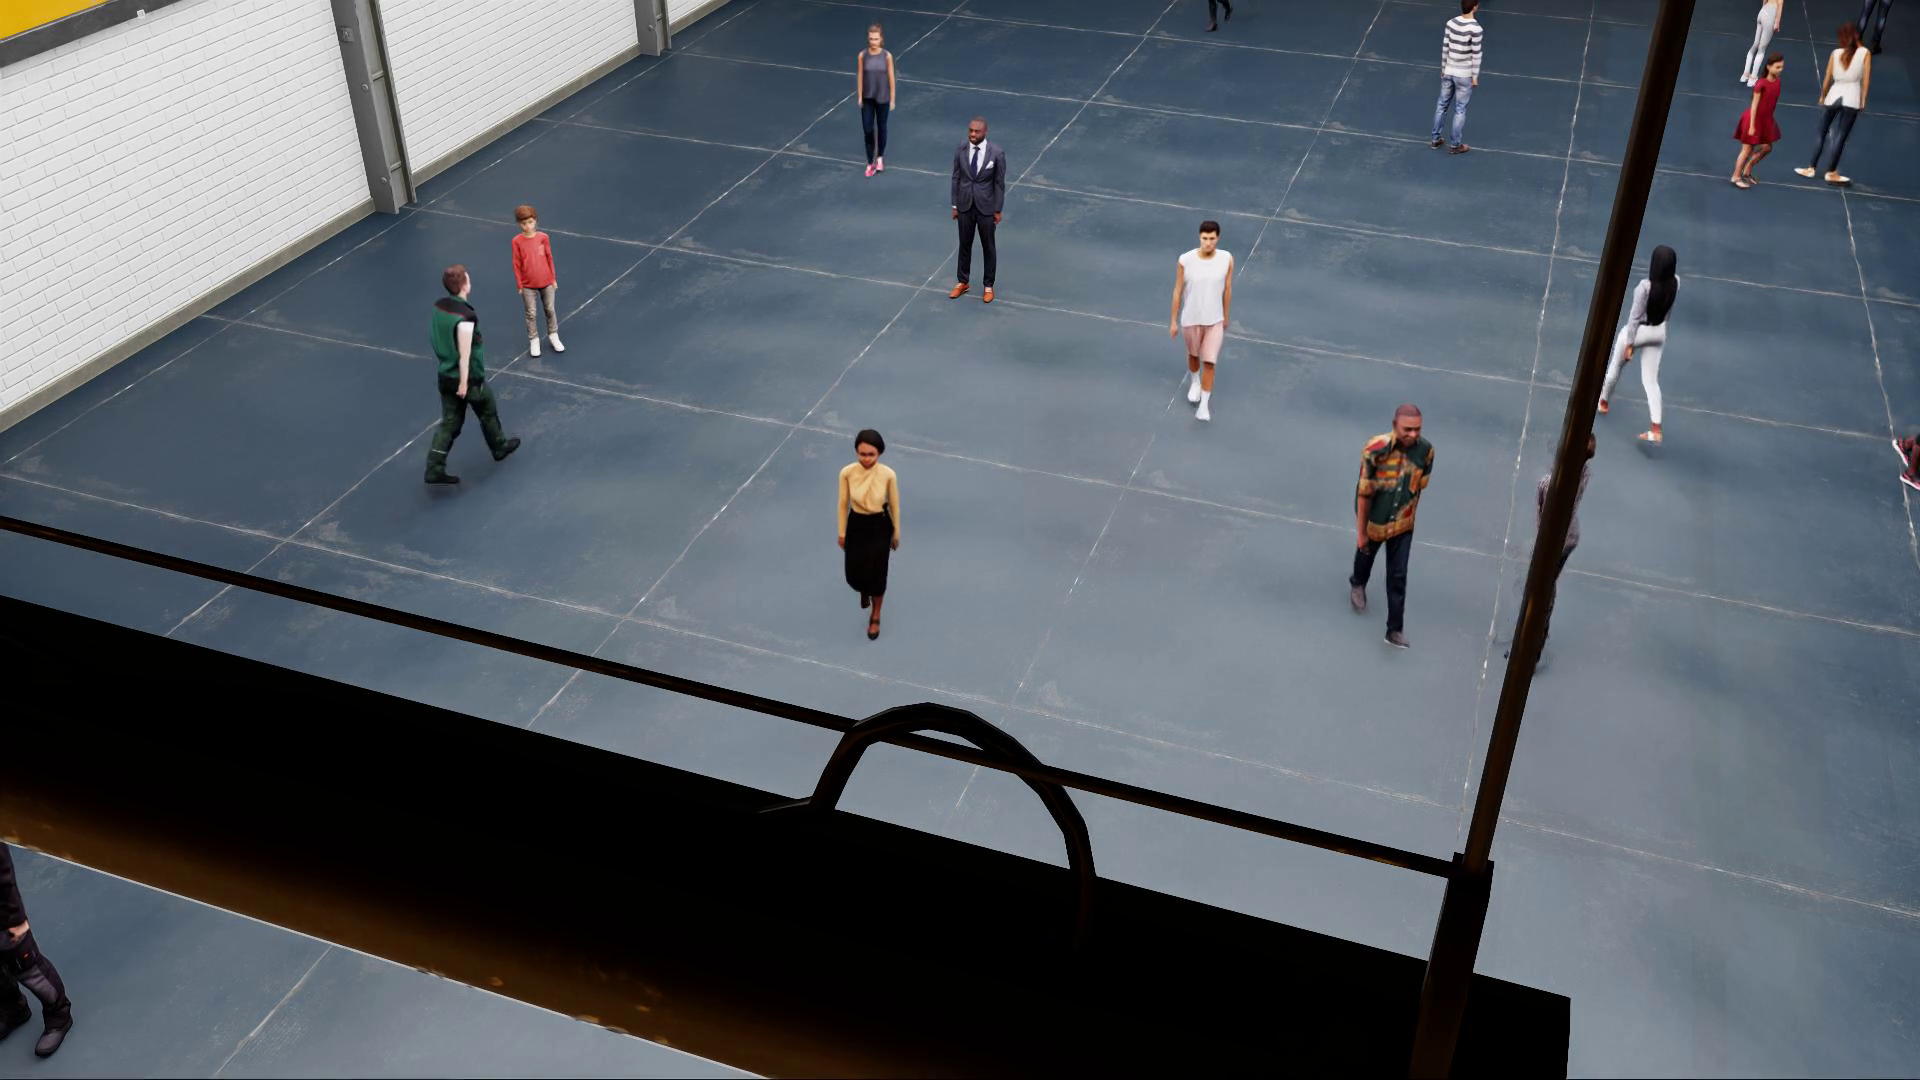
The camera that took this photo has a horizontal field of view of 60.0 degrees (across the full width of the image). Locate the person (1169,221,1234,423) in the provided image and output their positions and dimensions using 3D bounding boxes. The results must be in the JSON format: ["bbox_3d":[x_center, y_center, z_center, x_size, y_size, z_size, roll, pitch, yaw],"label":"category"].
[{"bbox_3d":[2.092,-1.951,14.344,0.790,1.745,1.097,5,34,7],"label":"person"}]

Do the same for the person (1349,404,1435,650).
[{"bbox_3d":[2.953,-0.186,11.683,0.974,1.752,1.277,-1,34,-1],"label":"person"}]

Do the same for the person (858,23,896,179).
[{"bbox_3d":[-0.949,-5.072,19.074,0.730,1.707,0.877,1,34,1],"label":"person"}]

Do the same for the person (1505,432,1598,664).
[{"bbox_3d":[4.067,0.061,11.372,0.931,1.685,0.801,26,42,34],"label":"person"}]

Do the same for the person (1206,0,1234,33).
[{"bbox_3d":[3.723,-8.092,23.679,0.872,1.639,0.766,-29,43,-36],"label":"person"}]

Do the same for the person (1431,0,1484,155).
[{"bbox_3d":[5.874,-5.510,19.600,0.703,1.854,0.723,-26,42,-34],"label":"person"}]

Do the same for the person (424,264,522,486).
[{"bbox_3d":[-4.041,-1.243,13.250,0.879,1.777,1.267,23,40,31],"label":"person"}]

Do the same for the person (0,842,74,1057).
[{"bbox_3d":[-4.992,1.884,8.490,0.750,1.839,0.610,7,34,11],"label":"person"}]

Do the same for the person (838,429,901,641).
[{"bbox_3d":[-0.630,-0.069,11.601,0.701,1.647,0.777,1,34,1],"label":"person"}]

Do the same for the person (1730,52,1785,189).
[{"bbox_3d":[8.937,-4.743,18.734,0.711,1.536,0.770,-17,37,-24],"label":"person"}]

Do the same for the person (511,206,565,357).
[{"bbox_3d":[-3.908,-2.401,15.318,0.597,1.416,0.658,-15,36,-21],"label":"person"}]

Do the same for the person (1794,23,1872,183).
[{"bbox_3d":[10.012,-4.916,18.793,0.641,1.757,0.788,-26,41,-33],"label":"person"}]

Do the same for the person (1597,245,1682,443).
[{"bbox_3d":[5.768,-1.613,13.892,1.043,1.682,1.270,-7,34,-10],"label":"person"}]

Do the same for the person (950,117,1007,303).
[{"bbox_3d":[0.166,-3.242,16.216,0.691,1.824,0.605,9,35,14],"label":"person"}]

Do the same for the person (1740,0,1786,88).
[{"bbox_3d":[10.534,-6.792,21.666,0.700,1.703,0.574,-1,34,-1],"label":"person"}]
